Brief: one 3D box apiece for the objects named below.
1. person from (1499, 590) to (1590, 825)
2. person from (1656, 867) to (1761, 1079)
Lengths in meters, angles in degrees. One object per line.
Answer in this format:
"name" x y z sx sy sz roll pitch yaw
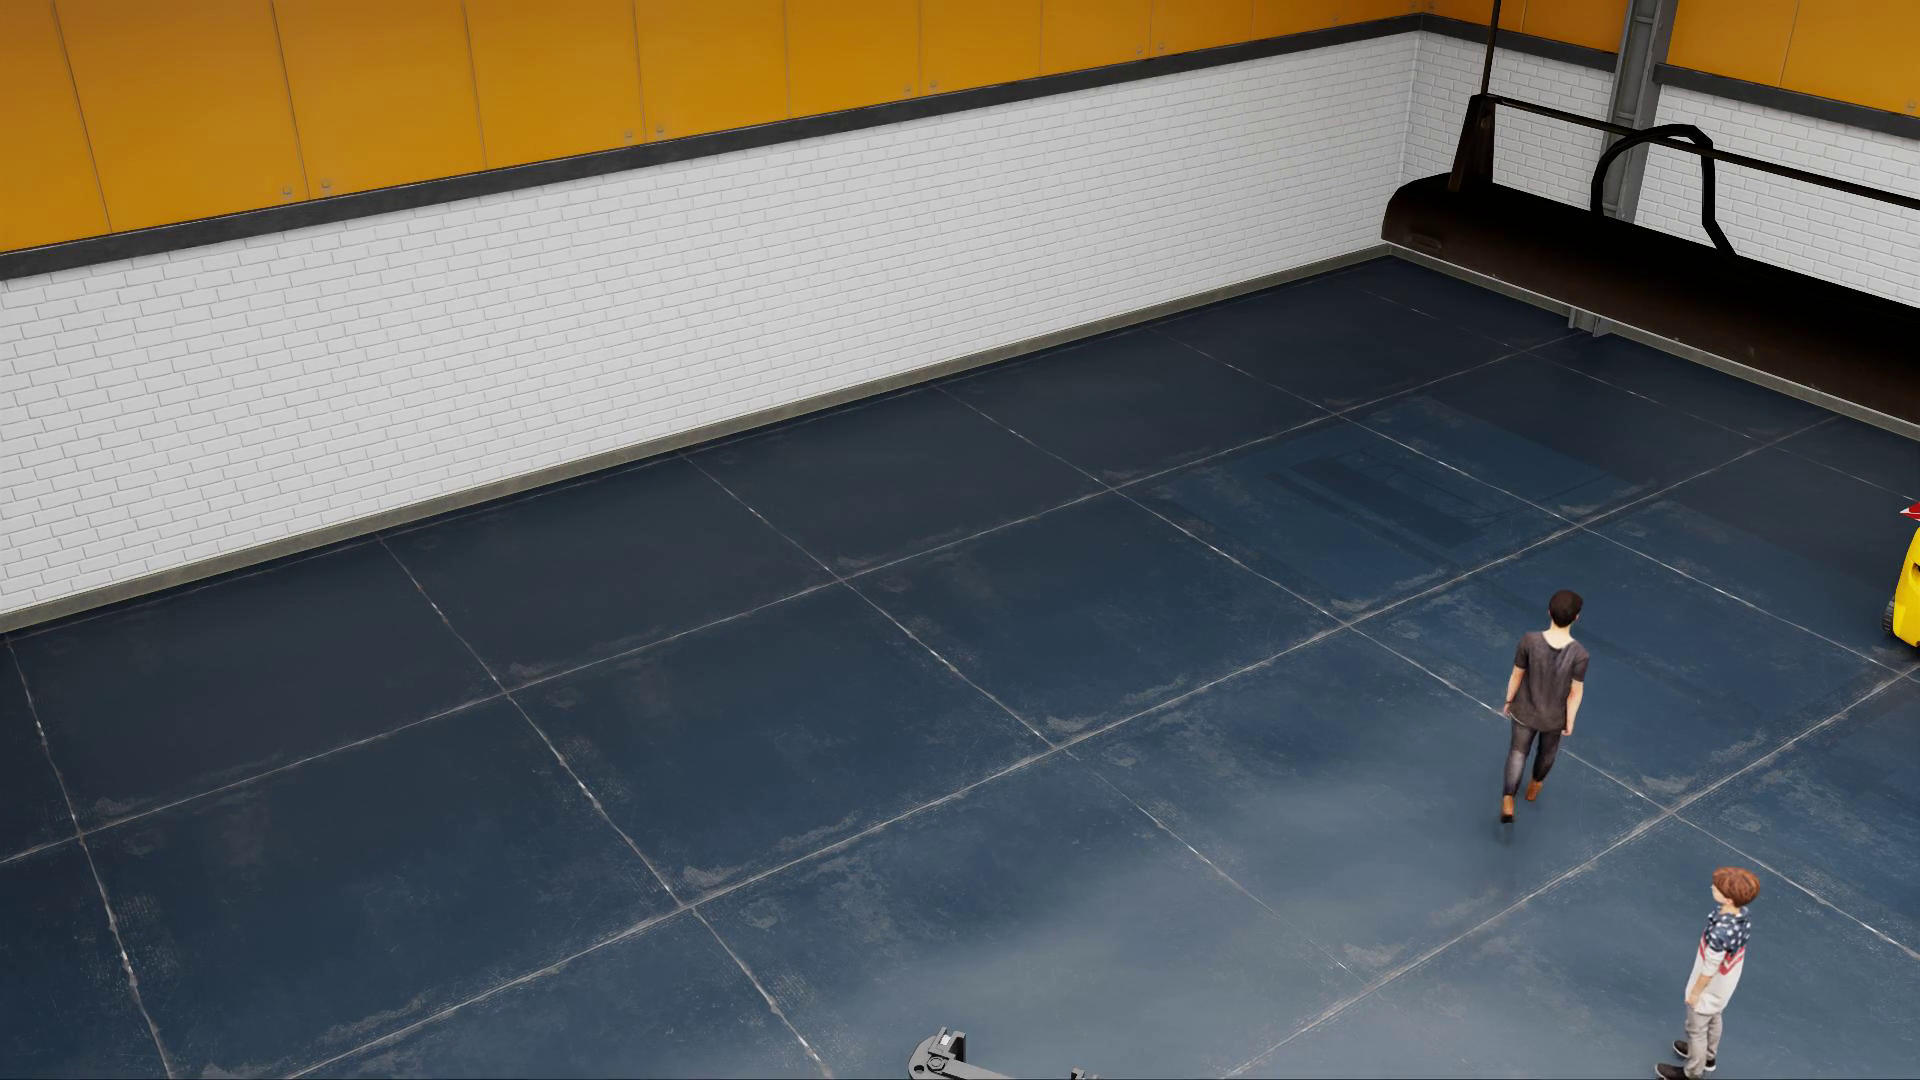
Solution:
"person" 3.840 1.133 11.004 1.055 1.695 0.982 13 31 23
"person" 4.103 2.363 9.017 0.537 1.437 0.504 -24 37 -37
